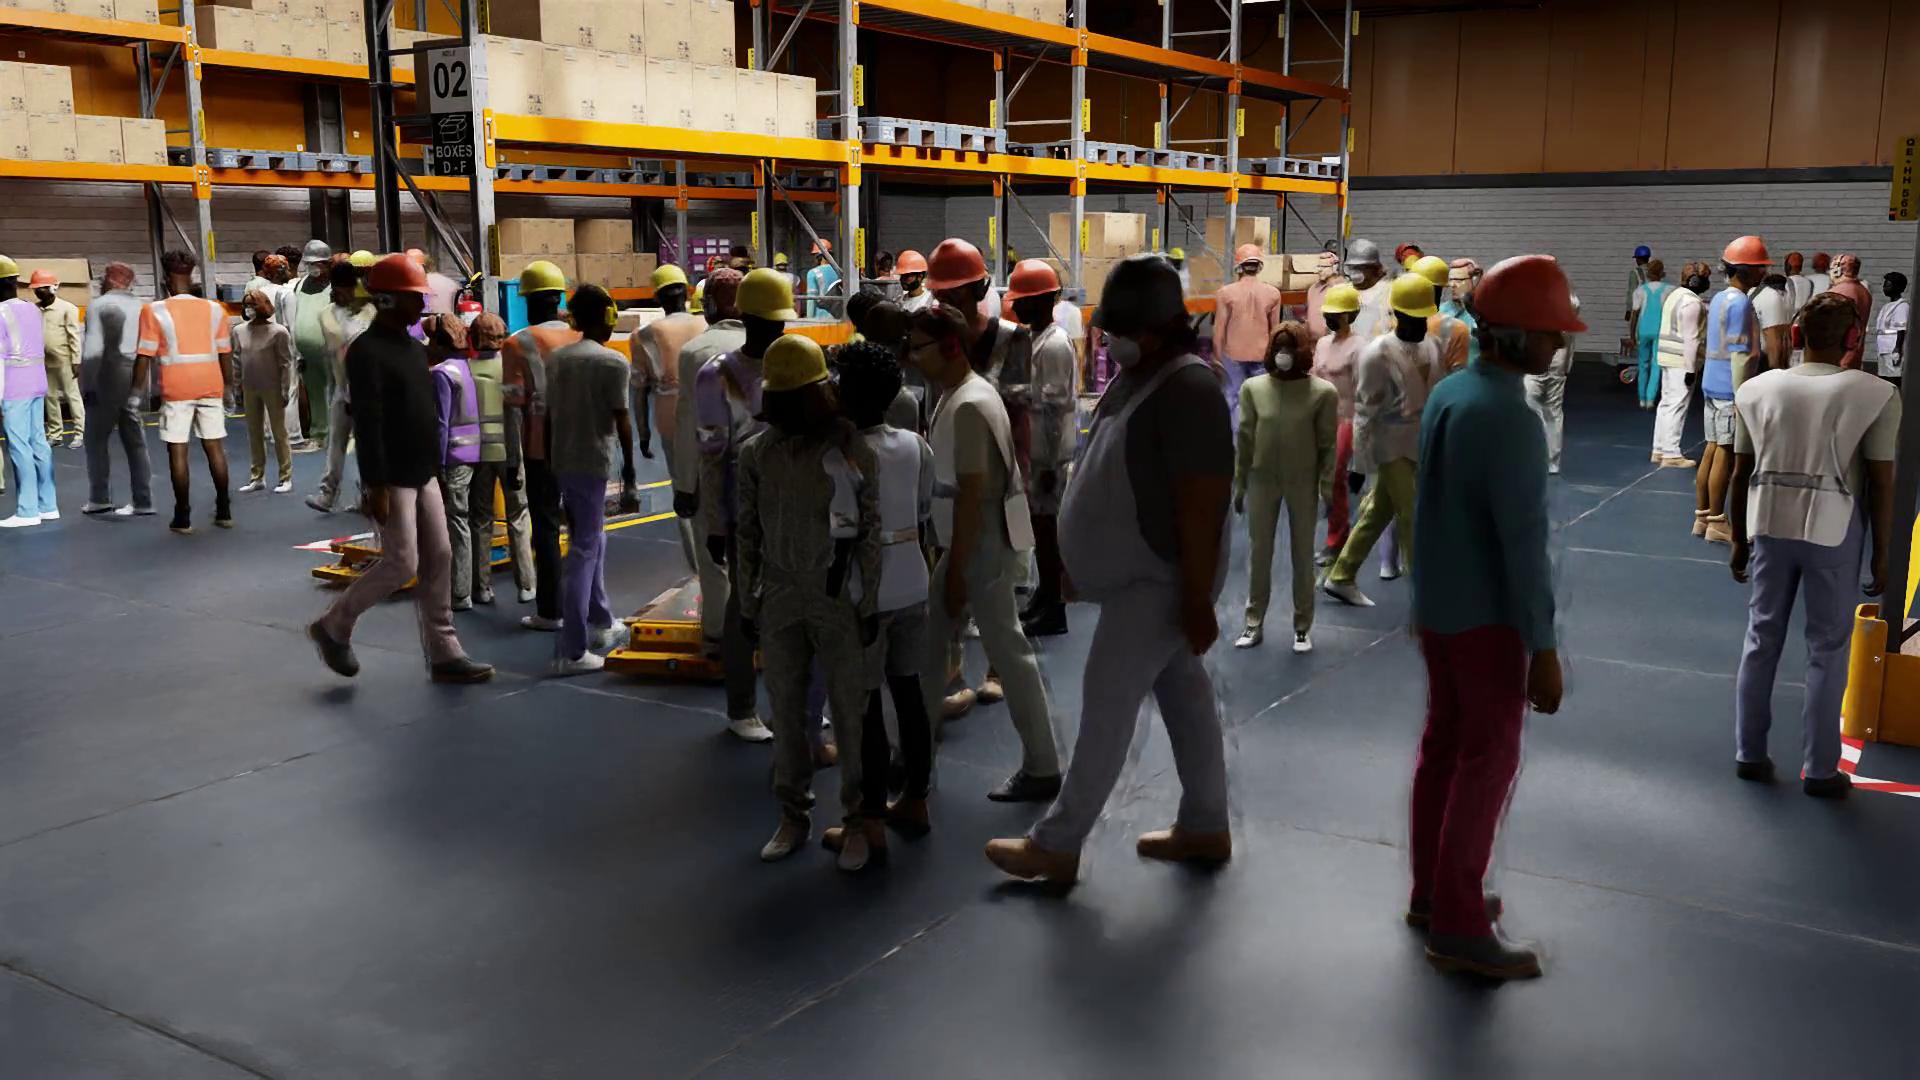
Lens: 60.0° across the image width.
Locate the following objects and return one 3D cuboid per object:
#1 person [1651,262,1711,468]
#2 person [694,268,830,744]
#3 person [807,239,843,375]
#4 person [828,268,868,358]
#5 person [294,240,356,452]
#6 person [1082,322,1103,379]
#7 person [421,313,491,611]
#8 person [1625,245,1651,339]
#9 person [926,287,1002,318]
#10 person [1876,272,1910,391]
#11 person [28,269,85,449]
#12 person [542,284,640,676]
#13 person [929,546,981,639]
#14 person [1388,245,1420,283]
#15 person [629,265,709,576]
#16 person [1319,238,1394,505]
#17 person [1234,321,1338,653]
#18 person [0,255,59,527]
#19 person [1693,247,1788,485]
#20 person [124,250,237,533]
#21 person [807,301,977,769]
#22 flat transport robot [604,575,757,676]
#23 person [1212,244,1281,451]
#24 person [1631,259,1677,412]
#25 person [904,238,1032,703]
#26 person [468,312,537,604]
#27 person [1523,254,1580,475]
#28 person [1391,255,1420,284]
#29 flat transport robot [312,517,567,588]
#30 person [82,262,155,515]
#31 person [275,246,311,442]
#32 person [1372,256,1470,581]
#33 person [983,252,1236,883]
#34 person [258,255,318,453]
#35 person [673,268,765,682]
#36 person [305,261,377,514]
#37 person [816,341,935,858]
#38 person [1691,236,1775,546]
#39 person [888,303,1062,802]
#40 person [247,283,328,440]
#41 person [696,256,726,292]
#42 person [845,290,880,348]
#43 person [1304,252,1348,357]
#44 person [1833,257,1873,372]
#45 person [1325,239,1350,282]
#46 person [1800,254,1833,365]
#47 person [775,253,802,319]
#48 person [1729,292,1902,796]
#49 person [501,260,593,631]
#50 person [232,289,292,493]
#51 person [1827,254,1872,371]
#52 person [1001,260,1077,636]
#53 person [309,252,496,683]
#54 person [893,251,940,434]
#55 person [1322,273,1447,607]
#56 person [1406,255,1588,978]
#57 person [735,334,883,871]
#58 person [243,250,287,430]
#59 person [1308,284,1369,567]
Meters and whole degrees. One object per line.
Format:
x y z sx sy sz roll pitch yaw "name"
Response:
6.478 -1.564 14.897 0.431 1.833 0.629 1 10 6 "person"
-0.787 -0.133 6.731 0.399 1.914 0.591 10 14 43 "person"
-1.761 -2.892 21.688 0.613 2.034 0.408 -9 13 -40 "person"
-1.143 -2.178 18.079 0.598 1.908 0.401 -4 11 -21 "person"
-6.073 -1.841 15.833 0.680 2.000 0.535 4 11 19 "person"
1.975 -3.360 24.410 0.408 1.986 0.617 -9 14 -41 "person"
-2.763 -0.427 9.137 0.318 1.631 0.519 1 10 4 "person"
10.537 -3.578 25.748 0.595 1.938 0.412 -5 11 -26 "person"
0.014 -1.416 13.478 0.708 2.000 0.791 -1 10 -5 "person"
9.928 -2.006 17.722 0.319 1.691 0.536 2 10 9 "person"
-8.805 -1.749 16.151 0.570 1.743 0.358 2 10 9 "person"
-1.786 -0.311 8.009 0.542 1.808 0.814 7 12 34 "person"
-0.007 -0.314 8.496 0.270 1.632 0.504 -4 11 -23 "person"
6.296 -3.165 23.410 0.605 1.957 0.390 7 12 34 "person"
-1.606 -0.678 9.852 0.669 1.867 0.844 -3 11 -15 "person"
3.059 -1.288 12.769 0.688 2.000 0.536 8 13 39 "person"
1.595 -0.254 8.181 0.505 1.628 0.309 4 11 22 "person"
-6.698 -1.051 11.788 0.396 1.920 0.585 0 10 1 "person"
6.568 -1.476 13.806 0.953 2.000 0.730 -5 11 -24 "person"
-5.392 -1.022 11.527 0.409 1.951 0.728 9 13 40 "person"
-0.314 -0.017 6.428 0.998 1.784 0.536 -7 12 -34 "person"
-1.222 0.404 8.294 0.652 0.197 1.431 1 10 7 "flat transport robot"
2.561 -1.650 14.929 0.615 1.987 0.406 -2 10 -9 "person"
8.235 -2.425 19.757 0.529 1.805 0.965 6 12 29 "person"
0.015 -0.298 7.324 0.613 2.031 0.402 4 11 22 "person"
-2.584 -0.448 9.249 0.516 1.631 0.332 0 10 0 "person"
4.970 -1.490 14.288 0.644 1.900 0.399 -4 11 -20 "person"
5.633 -2.645 20.860 0.587 1.833 0.404 -2 10 -11 "person"
-3.143 0.066 10.172 0.652 0.197 1.431 7 12 34 "flat transport robot"
-6.214 -1.098 12.253 0.553 1.860 0.737 4 11 20 "person"
-6.666 -1.959 16.690 0.367 1.966 0.606 0 10 2 "person"
2.711 -0.699 9.818 0.595 1.925 0.370 7 12 35 "person"
0.479 0.074 5.218 0.953 2.000 0.723 -1 10 -6 "person"
-6.450 -1.765 15.852 0.575 1.882 0.355 6 12 30 "person"
-1.062 -0.297 7.687 0.398 1.899 0.654 9 14 42 "person"
-4.504 -1.127 12.370 0.612 1.861 1.016 2 10 11 "person"
-0.286 0.194 5.508 0.318 1.695 0.539 7 13 35 "person"
5.159 -0.988 11.096 0.379 2.045 0.605 2 10 10 "person"
-0.030 0.055 6.000 0.886 1.790 0.695 -1 10 -6 "person"
-6.916 -1.842 17.072 0.570 1.593 0.843 9 14 42 "person"
-2.957 -2.461 19.848 0.392 1.836 0.561 4 11 23 "person"
-0.635 -0.788 10.950 0.316 1.695 0.541 -2 10 -9 "person"
3.743 -1.976 16.993 0.398 1.900 0.641 -7 12 -32 "person"
10.508 -2.425 19.658 0.561 1.836 0.390 -3 11 -17 "person"
5.964 -3.840 26.906 0.537 2.000 0.680 -3 11 -17 "person"
11.439 -2.887 22.210 0.625 1.830 0.987 6 12 32 "person"
-2.694 -3.427 25.227 0.595 1.823 0.403 -3 11 -15 "person"
3.097 0.018 6.103 0.396 1.836 0.562 -10 14 -43 "person"
-2.129 -0.487 8.682 0.395 1.918 0.584 9 14 42 "person"
-5.602 -1.191 13.359 0.500 1.633 0.282 2 10 9 "person"
8.257 -1.726 15.628 0.662 1.895 0.407 -8 13 -36 "person"
0.397 -0.463 8.525 0.389 1.925 0.550 -1 10 -7 "person"
-2.550 -0.302 7.503 0.759 1.971 0.637 1 10 6 "person"
-0.370 -1.353 13.414 0.549 1.936 0.376 8 13 38 "person"
2.315 -0.483 8.827 0.709 1.859 0.971 -9 14 -42 "person"
1.461 0.210 4.671 0.411 1.971 0.663 -1 10 -7 "person"
-0.492 0.203 5.369 0.494 1.730 0.324 3 11 14 "person"
-7.423 -2.114 17.711 0.391 1.912 0.590 -8 13 -36 "person"
2.306 -0.712 10.387 0.428 1.754 0.581 -3 11 -18 "person"
